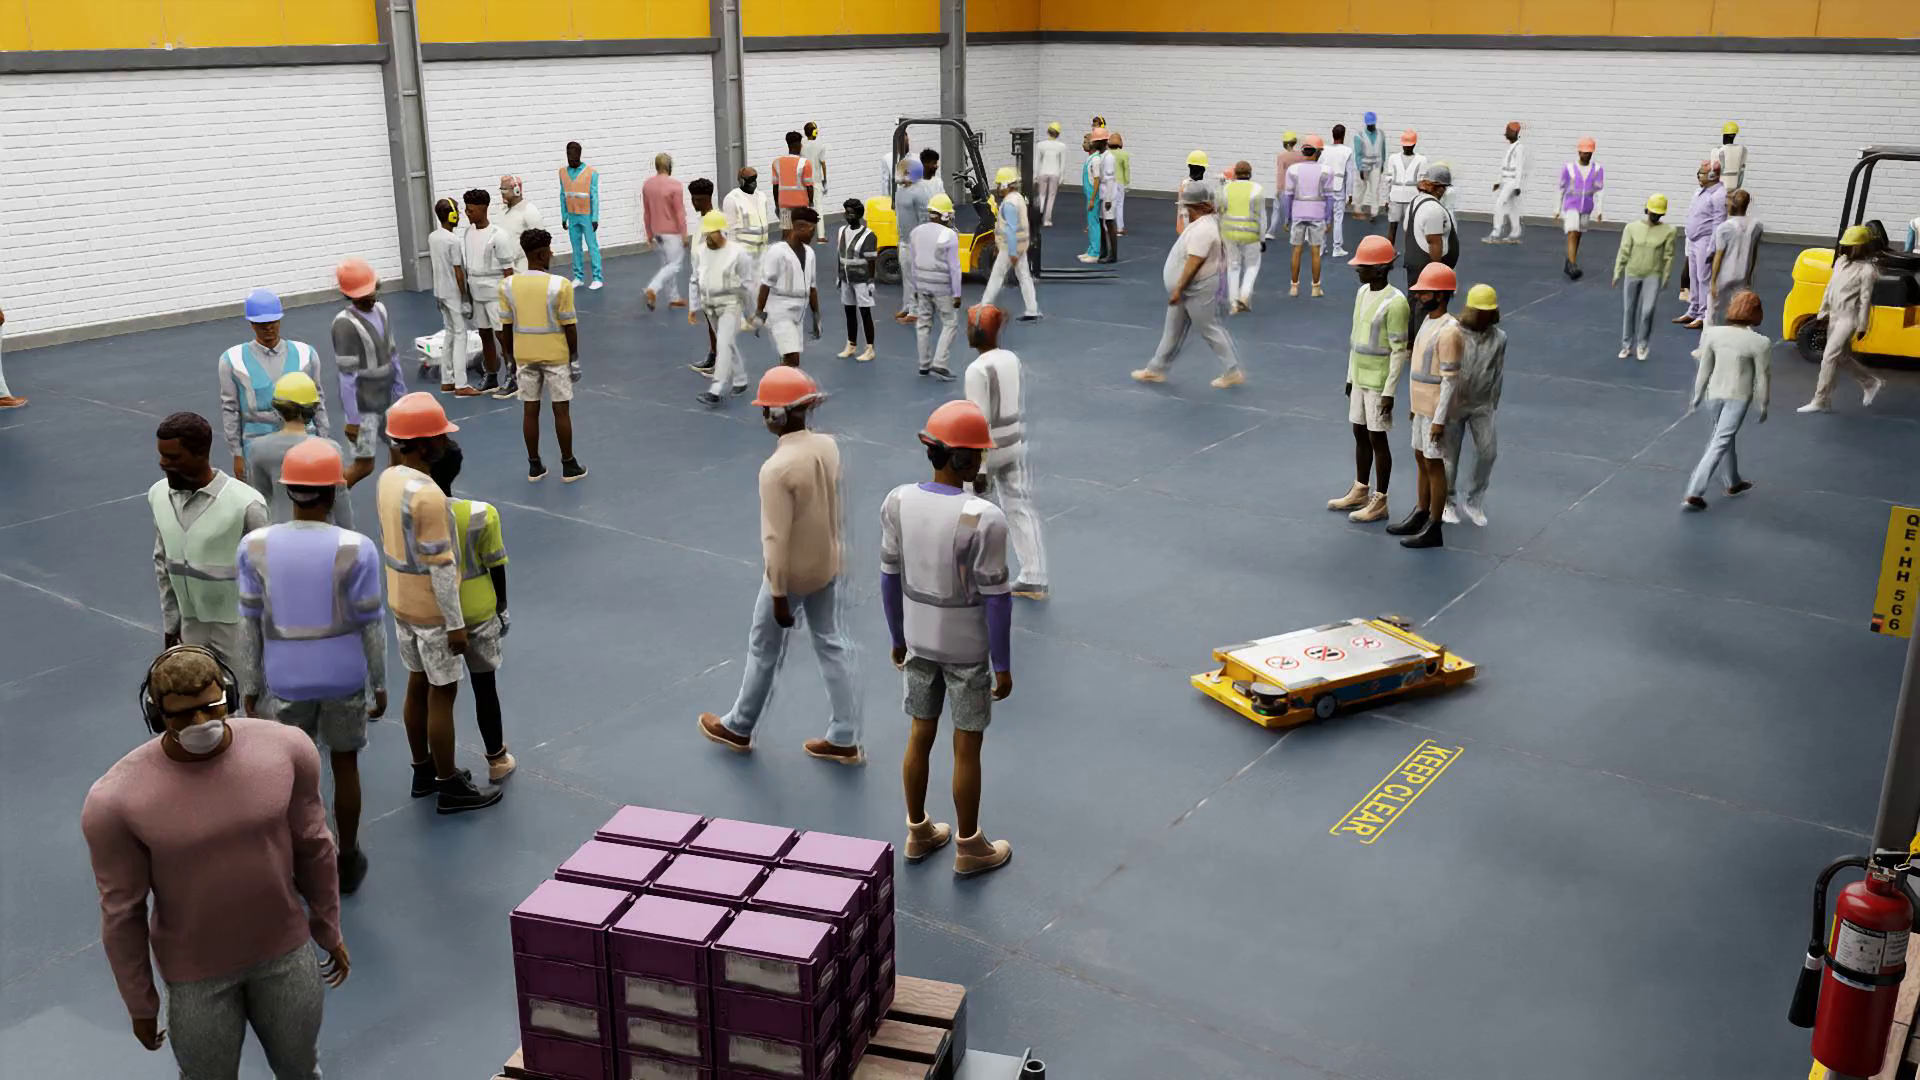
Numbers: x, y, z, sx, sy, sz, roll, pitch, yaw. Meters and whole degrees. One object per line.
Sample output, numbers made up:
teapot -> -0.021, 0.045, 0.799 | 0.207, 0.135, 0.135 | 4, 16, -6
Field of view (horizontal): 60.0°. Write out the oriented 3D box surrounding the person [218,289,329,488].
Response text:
person -> -4.166, -0.569, 10.186 | 0.603, 1.949, 0.389 | -12, 21, -32

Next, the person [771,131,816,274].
person -> -2.264, -4.592, 22.740 | 0.614, 1.962, 0.362 | 6, 19, 19

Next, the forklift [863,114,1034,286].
forklift -> -0.171, -4.594, 22.377 | 2.313, 2.155, 1.214 | 1, 18, 3

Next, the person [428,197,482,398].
person -> -4.791, -2.285, 15.705 | 0.317, 1.860, 0.523 | -16, 24, -41

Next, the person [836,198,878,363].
person -> -1.071, -2.695, 17.258 | 0.536, 1.693, 0.320 | 15, 23, 39

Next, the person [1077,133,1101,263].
person -> 1.896, -4.933, 24.001 | 0.343, 1.847, 0.507 | 0, 18, -1

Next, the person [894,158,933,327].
person -> -0.522, -3.379, 19.050 | 0.385, 1.919, 0.732 | -8, 20, -24

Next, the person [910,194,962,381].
person -> -0.230, -2.483, 16.391 | 0.604, 1.819, 0.438 | 14, 22, 37

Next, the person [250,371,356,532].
person -> -3.485, 0.002, 8.731 | 0.535, 1.742, 0.719 | 4, 18, 11

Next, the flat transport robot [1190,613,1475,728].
flat transport robot -> 2.021, 0.683, 8.981 | 1.431, 0.197, 0.652 | -9, 20, -27

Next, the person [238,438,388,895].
person -> -2.612, 0.550, 6.743 | 0.600, 1.911, 0.554 | -2, 18, -7

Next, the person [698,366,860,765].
person -> -0.858, 0.124, 8.007 | 0.866, 1.953, 0.635 | 10, 20, 28

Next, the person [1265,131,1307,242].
person -> 5.172, -5.537, 26.098 | 0.545, 1.720, 0.920 | -9, 20, -26

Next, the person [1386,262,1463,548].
person -> 3.165, -0.903, 11.246 | 0.370, 1.939, 0.543 | 0, 18, -1

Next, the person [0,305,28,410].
person -> -8.935, -2.157, 15.152 | 0.614, 1.946, 0.390 | 10, 20, 29

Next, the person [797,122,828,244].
person -> -2.318, -5.563, 25.949 | 0.514, 1.863, 0.327 | 3, 18, 8

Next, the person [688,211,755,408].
person -> -2.234, -2.137, 15.356 | 0.582, 1.776, 0.907 | 11, 21, 30

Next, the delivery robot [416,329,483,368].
delivery robot -> -5.031, -1.936, 16.562 | 0.707, 0.478, 0.477 | -13, 22, -36

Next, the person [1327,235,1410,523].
person -> 2.902, -1.136, 11.810 | 0.383, 2.039, 0.614 | -5, 18, -14

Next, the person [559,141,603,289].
person -> -4.949, -4.243, 21.750 | 0.584, 1.910, 0.389 | 7, 19, 21

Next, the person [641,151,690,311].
person -> -3.583, -3.692, 20.000 | 0.631, 1.916, 0.756 | 14, 23, 38

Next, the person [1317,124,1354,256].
person -> 5.537, -5.171, 24.631 | 0.600, 1.915, 0.376 | 13, 22, 36

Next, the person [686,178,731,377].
person -> -2.491, -2.609, 16.550 | 0.376, 1.959, 0.600 | -8, 19, -23

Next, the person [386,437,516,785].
person -> -2.363, 0.345, 7.735 | 0.552, 1.696, 0.315 | -3, 18, -10

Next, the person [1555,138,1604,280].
person -> 8.438, -4.511, 22.630 | 0.562, 1.877, 1.039 | 1, 18, 3

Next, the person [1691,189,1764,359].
person -> 7.917, -2.682, 17.033 | 0.523, 1.805, 0.831 | -1, 18, -2

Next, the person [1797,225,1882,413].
person -> 8.054, -1.989, 15.003 | 0.736, 1.711, 0.492 | -1, 18, -4

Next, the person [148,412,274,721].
person -> -3.256, 0.355, 7.347 | 0.596, 1.914, 0.370 | 6, 19, 18

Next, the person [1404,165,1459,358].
person -> 4.868, -2.850, 17.172 | 0.535, 2.000, 0.684 | -2, 18, -7

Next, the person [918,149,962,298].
person -> -0.332, -3.839, 20.474 | 1.027, 1.901, 0.623 | 12, 21, 33

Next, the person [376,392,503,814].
person -> -2.385, 0.287, 7.525 | 0.370, 1.939, 0.543 | -14, 23, -38

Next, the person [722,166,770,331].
person -> -2.401, -3.333, 19.004 | 0.428, 1.842, 0.631 | 13, 22, 36

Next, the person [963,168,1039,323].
person -> 0.510, -3.414, 19.348 | 0.940, 1.777, 0.592 | 6, 19, 18

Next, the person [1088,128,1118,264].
person -> 2.040, -4.949, 23.953 | 0.458, 1.918, 0.547 | -4, 18, -11

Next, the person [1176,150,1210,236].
person -> 2.810, -3.735, 20.127 | 0.372, 1.923, 0.595 | 5, 18, 14

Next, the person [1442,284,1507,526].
person -> 3.584, -0.934, 11.680 | 0.488, 1.730, 0.501 | -1, 18, -3

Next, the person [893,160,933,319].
person -> -0.594, -3.446, 19.280 | 0.414, 1.905, 0.762 | -14, 22, -37

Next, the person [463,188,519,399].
person -> -4.424, -2.310, 15.600 | 0.612, 1.964, 0.364 | 12, 22, 34

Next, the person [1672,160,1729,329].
person -> 8.497, -3.381, 19.054 | 0.401, 1.904, 0.650 | 1, 18, 3

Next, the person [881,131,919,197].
person -> -0.839, -4.810, 23.494 | 0.596, 1.921, 0.386 | -12, 21, -32

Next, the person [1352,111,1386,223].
person -> 7.032, -6.407, 28.574 | 0.631, 1.883, 0.854 | -2, 18, -6

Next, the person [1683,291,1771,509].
person -> 5.662, -1.029, 12.205 | 0.878, 1.589, 0.515 | -10, 20, -29

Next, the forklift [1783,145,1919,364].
forklift -> 9.803, -2.879, 17.013 | 2.313, 2.155, 1.214 | 12, 21, 33

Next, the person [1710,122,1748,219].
person -> 11.485, -5.302, 25.020 | 0.587, 1.930, 0.359 | -4, 18, -11

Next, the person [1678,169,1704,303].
person -> 9.227, -3.823, 20.771 | 0.316, 1.695, 0.541 | 10, 20, 29

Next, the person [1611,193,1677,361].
person -> 7.075, -2.719, 17.257 | 0.545, 1.736, 0.513 | 10, 20, 27

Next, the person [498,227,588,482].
person -> -3.210, -1.411, 12.795 | 0.608, 1.963, 0.374 | 3, 18, 8

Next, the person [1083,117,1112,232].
person -> 2.273, -5.958, 27.169 | 0.313, 1.869, 0.528 | -14, 22, -36

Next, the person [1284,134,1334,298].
person -> 4.400, -4.085, 21.041 | 0.609, 2.036, 0.403 | 5, 19, 17

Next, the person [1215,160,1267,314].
person -> 3.359, -3.613, 19.914 | 0.645, 1.819, 0.438 | 8, 19, 23

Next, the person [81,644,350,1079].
person -> -2.064, 1.191, 4.724 | 0.630, 1.933, 0.369 | -14, 22, -37

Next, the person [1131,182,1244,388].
person -> 2.261, -2.480, 16.014 | 1.054, 2.000, 0.686 | 0, 18, -1

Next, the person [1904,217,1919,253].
person -> 10.548, -2.953, 18.146 | 0.309, 1.639, 0.514 | -14, 23, -37

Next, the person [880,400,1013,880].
person -> -0.030, 0.419, 6.951 | 0.614, 2.036, 0.390 | 12, 21, 33

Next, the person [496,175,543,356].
person -> -4.617, -2.842, 17.364 | 0.654, 1.906, 0.407 | 14, 22, 37

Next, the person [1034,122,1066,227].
person -> 1.497, -6.104, 27.846 | 0.536, 1.738, 0.509 | 5, 18, 16

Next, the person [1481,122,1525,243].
person -> 8.486, -5.567, 25.955 | 0.776, 1.852, 0.600 | 2, 18, 7

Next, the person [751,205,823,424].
person -> -1.478, -1.958, 14.584 | 0.568, 1.915, 0.698 | 8, 20, 24

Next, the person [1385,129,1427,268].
person -> 6.273, -4.813, 23.494 | 0.543, 1.928, 0.371 | 7, 19, 20

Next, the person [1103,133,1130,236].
person -> 2.501, -5.744, 26.881 | 0.498, 1.633, 0.289 | 7, 19, 20
